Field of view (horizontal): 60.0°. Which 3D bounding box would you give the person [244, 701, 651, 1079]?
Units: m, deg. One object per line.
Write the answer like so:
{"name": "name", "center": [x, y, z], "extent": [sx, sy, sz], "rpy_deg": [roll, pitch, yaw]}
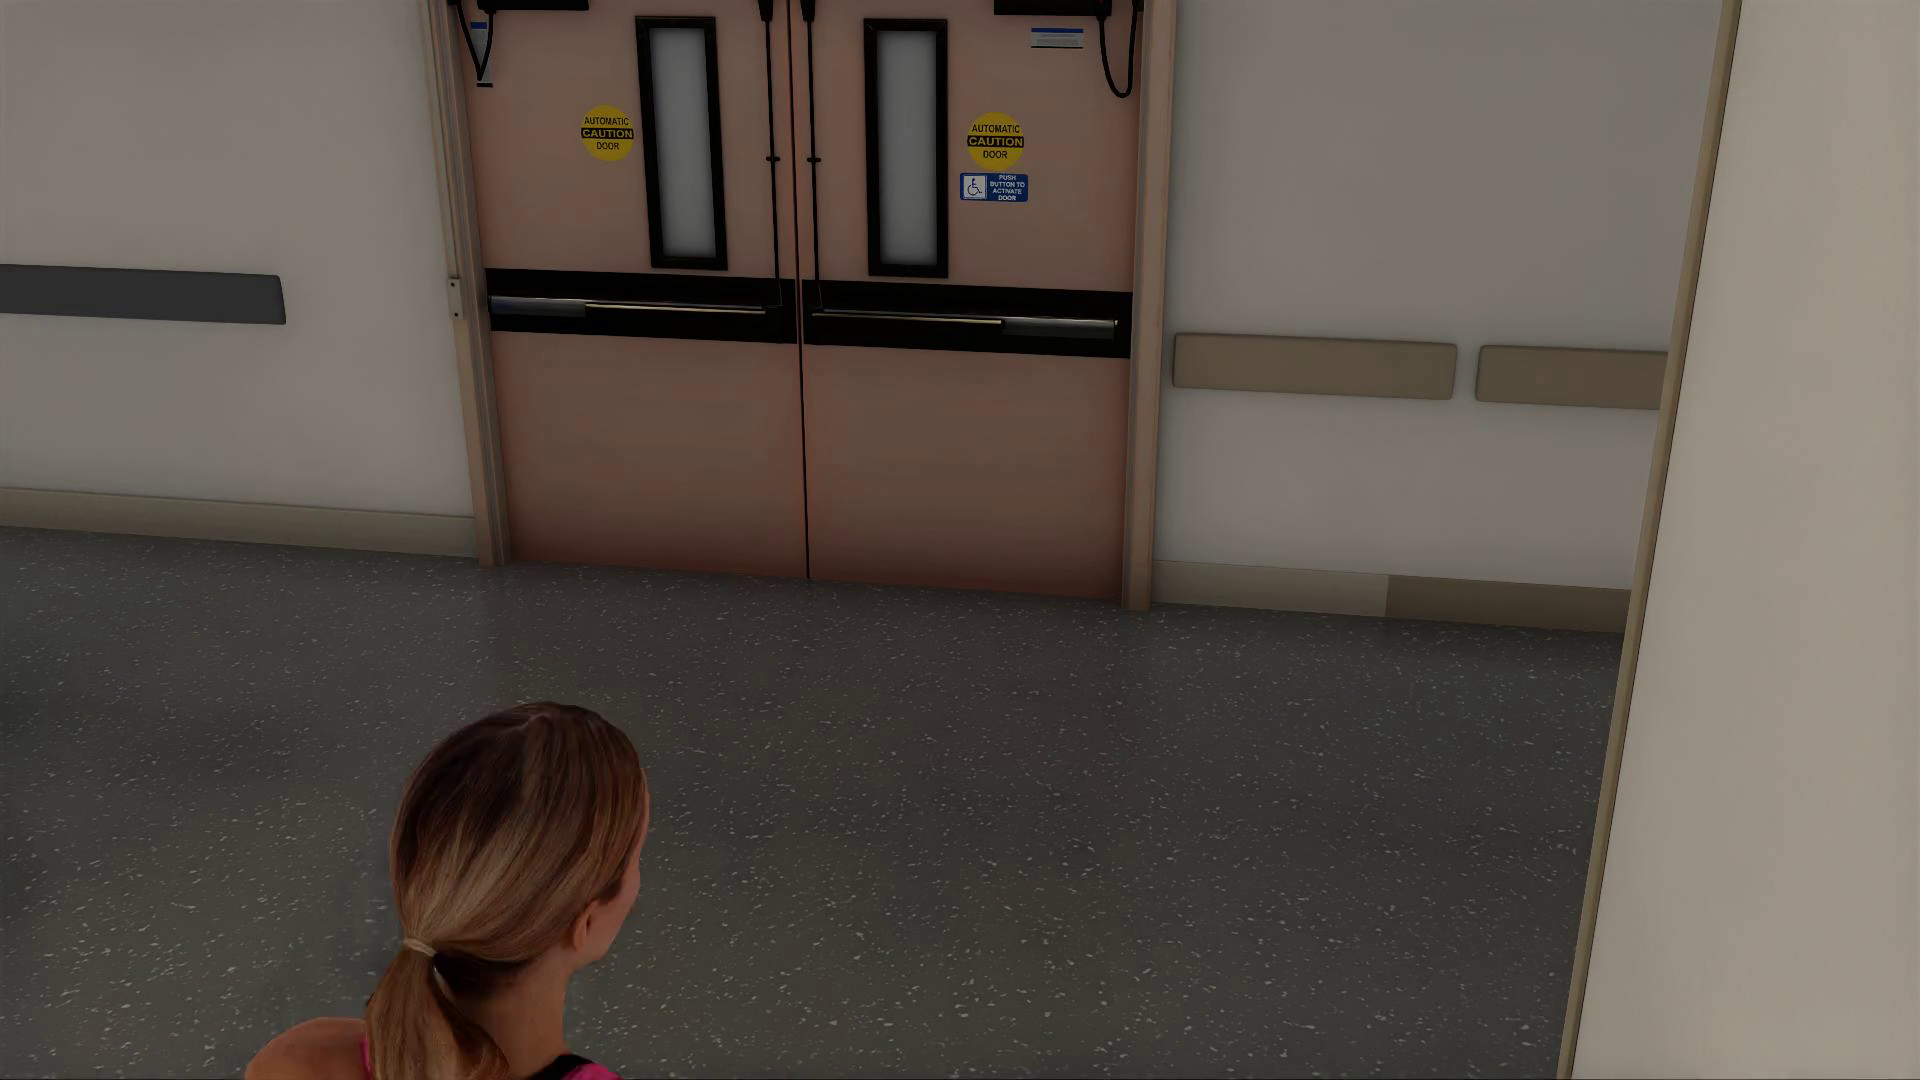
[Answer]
{"name": "person", "center": [-0.401, 0.993, 1.450], "extent": [0.616, 1.778, 0.708], "rpy_deg": [3, 21, 8]}
